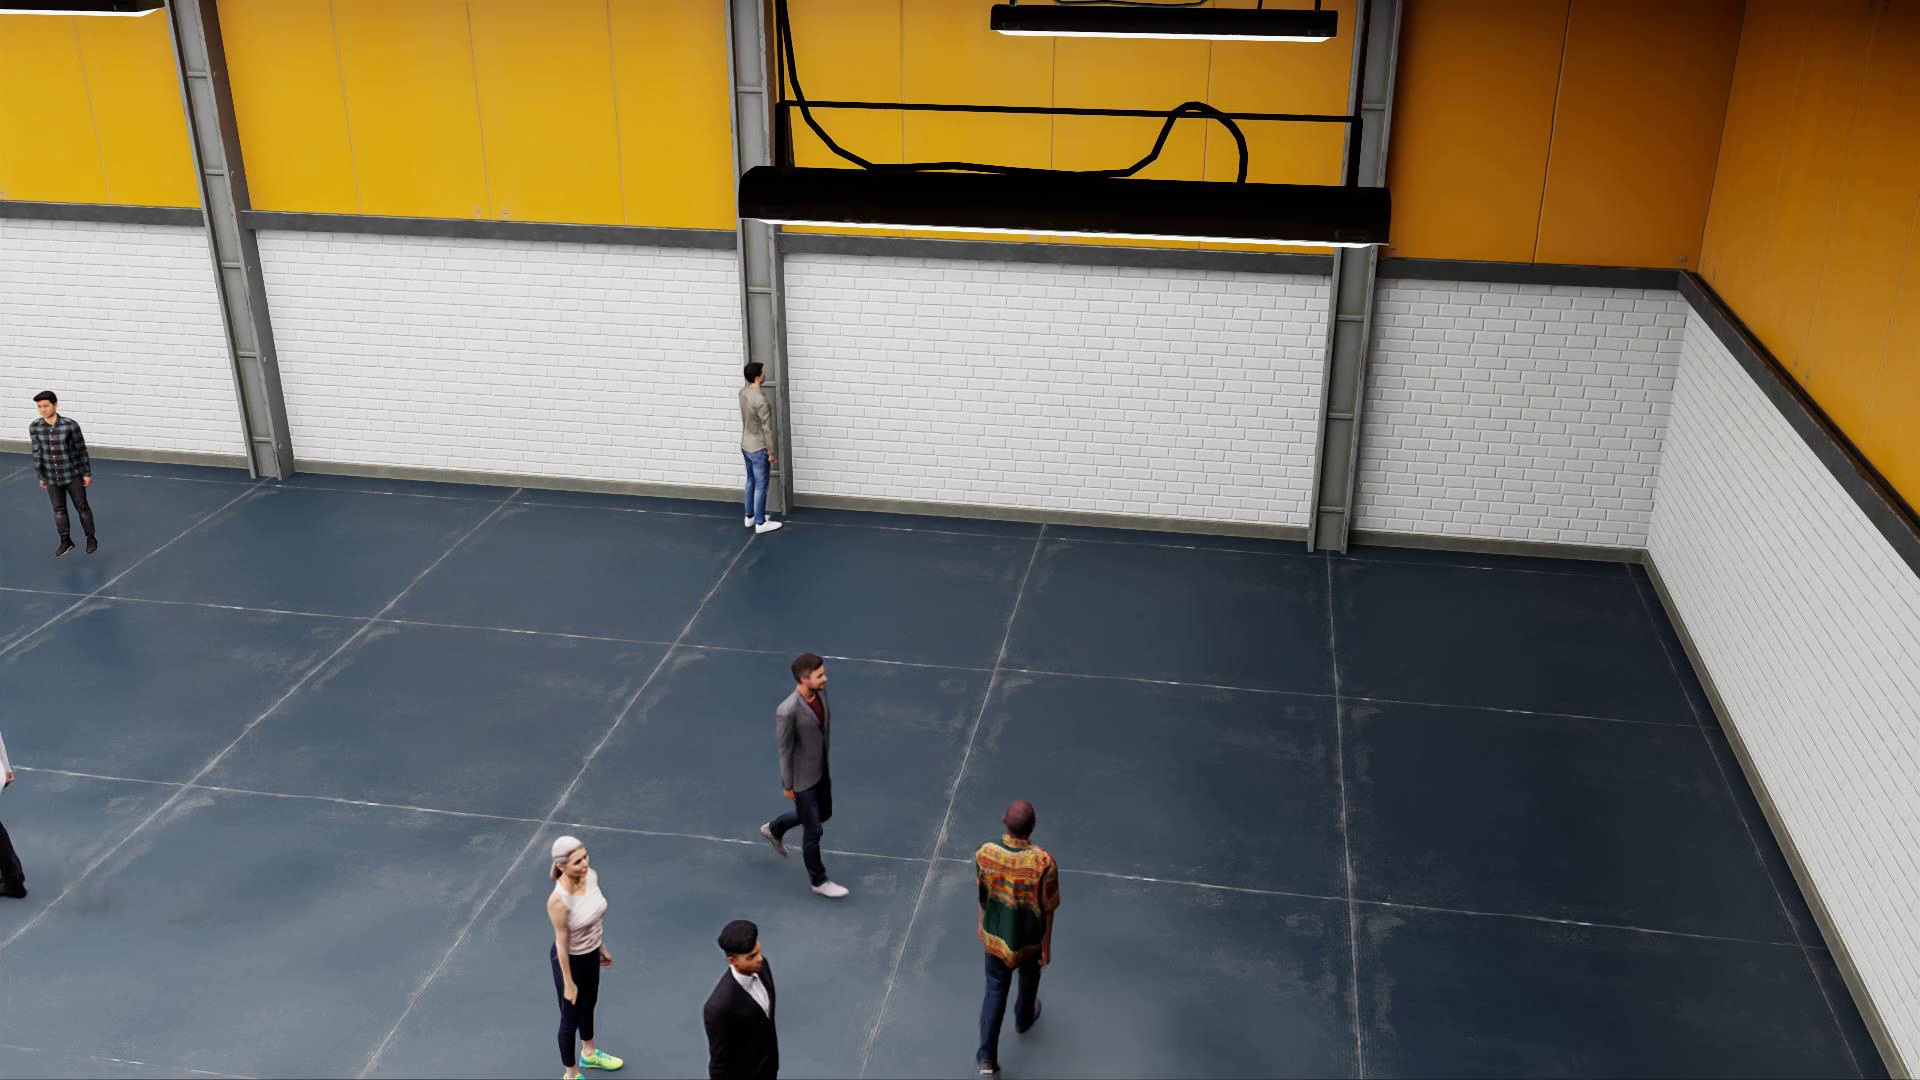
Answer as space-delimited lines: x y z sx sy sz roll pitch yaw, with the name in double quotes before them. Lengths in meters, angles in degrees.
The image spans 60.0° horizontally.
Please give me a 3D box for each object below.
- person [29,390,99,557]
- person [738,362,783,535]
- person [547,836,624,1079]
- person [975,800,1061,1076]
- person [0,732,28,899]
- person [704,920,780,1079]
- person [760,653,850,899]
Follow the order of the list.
"person" -8.951 -0.693 16.616 0.609 1.713 0.766 -4 24 -8
"person" -2.150 -0.978 17.478 0.829 1.863 0.777 -15 28 -30
"person" -2.253 2.475 9.781 0.577 1.702 0.628 8 25 17
"person" 0.290 2.383 9.897 1.123 1.775 0.857 8 25 17
"person" -6.657 1.707 11.416 0.586 1.798 0.635 6 24 13
"person" -1.135 2.797 8.818 0.620 1.882 0.744 9 25 19
"person" -1.132 1.606 11.580 1.125 1.852 0.883 11 26 24
